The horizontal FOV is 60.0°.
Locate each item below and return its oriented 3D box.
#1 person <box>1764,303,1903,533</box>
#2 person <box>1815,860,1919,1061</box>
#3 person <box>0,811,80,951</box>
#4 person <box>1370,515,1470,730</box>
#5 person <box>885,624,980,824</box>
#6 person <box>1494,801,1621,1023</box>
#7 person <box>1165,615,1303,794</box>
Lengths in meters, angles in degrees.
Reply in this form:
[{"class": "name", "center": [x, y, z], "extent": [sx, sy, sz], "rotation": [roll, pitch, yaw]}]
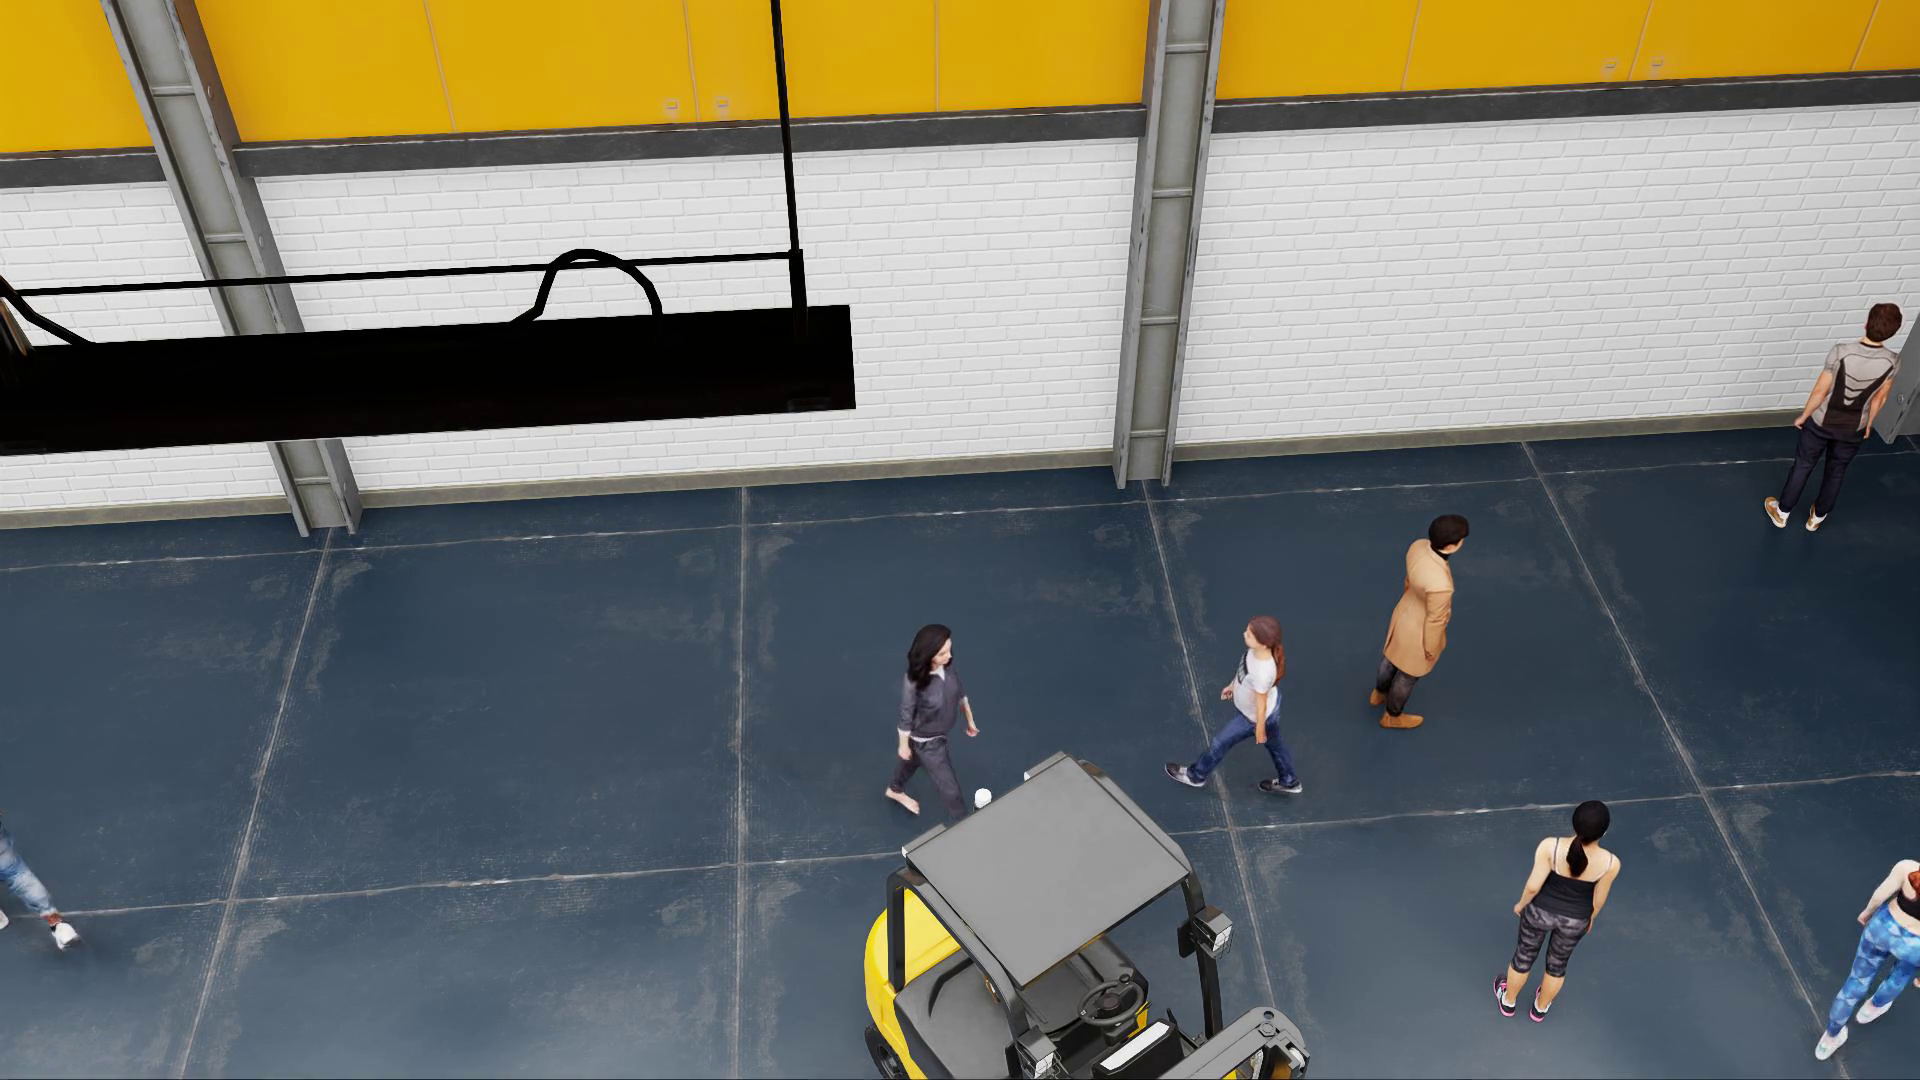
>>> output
[{"class": "person", "center": [6.111, -0.839, 11.570], "extent": [0.630, 1.896, 0.771], "rotation": [12, 45, 12]}, {"class": "person", "center": [4.760, 2.141, 8.533], "extent": [0.965, 1.770, 0.874], "rotation": [-33, 53, -30]}, {"class": "person", "center": [-5.376, 1.646, 9.041], "extent": [1.203, 1.786, 1.120], "rotation": [28, 50, 26]}, {"class": "person", "center": [2.823, 0.506, 10.284], "extent": [0.597, 1.723, 0.616], "rotation": [-4, 44, -4]}, {"class": "person", "center": [-0.247, 1.081, 9.678], "extent": [1.186, 1.726, 1.060], "rotation": [25, 49, 24]}, {"class": "person", "center": [3.133, 1.971, 8.744], "extent": [0.582, 1.726, 0.696], "rotation": [12, 45, 13]}, {"class": "person", "center": [1.833, 1.015, 9.895], "extent": [1.129, 1.522, 0.778], "rotation": [10, 45, 10]}]
